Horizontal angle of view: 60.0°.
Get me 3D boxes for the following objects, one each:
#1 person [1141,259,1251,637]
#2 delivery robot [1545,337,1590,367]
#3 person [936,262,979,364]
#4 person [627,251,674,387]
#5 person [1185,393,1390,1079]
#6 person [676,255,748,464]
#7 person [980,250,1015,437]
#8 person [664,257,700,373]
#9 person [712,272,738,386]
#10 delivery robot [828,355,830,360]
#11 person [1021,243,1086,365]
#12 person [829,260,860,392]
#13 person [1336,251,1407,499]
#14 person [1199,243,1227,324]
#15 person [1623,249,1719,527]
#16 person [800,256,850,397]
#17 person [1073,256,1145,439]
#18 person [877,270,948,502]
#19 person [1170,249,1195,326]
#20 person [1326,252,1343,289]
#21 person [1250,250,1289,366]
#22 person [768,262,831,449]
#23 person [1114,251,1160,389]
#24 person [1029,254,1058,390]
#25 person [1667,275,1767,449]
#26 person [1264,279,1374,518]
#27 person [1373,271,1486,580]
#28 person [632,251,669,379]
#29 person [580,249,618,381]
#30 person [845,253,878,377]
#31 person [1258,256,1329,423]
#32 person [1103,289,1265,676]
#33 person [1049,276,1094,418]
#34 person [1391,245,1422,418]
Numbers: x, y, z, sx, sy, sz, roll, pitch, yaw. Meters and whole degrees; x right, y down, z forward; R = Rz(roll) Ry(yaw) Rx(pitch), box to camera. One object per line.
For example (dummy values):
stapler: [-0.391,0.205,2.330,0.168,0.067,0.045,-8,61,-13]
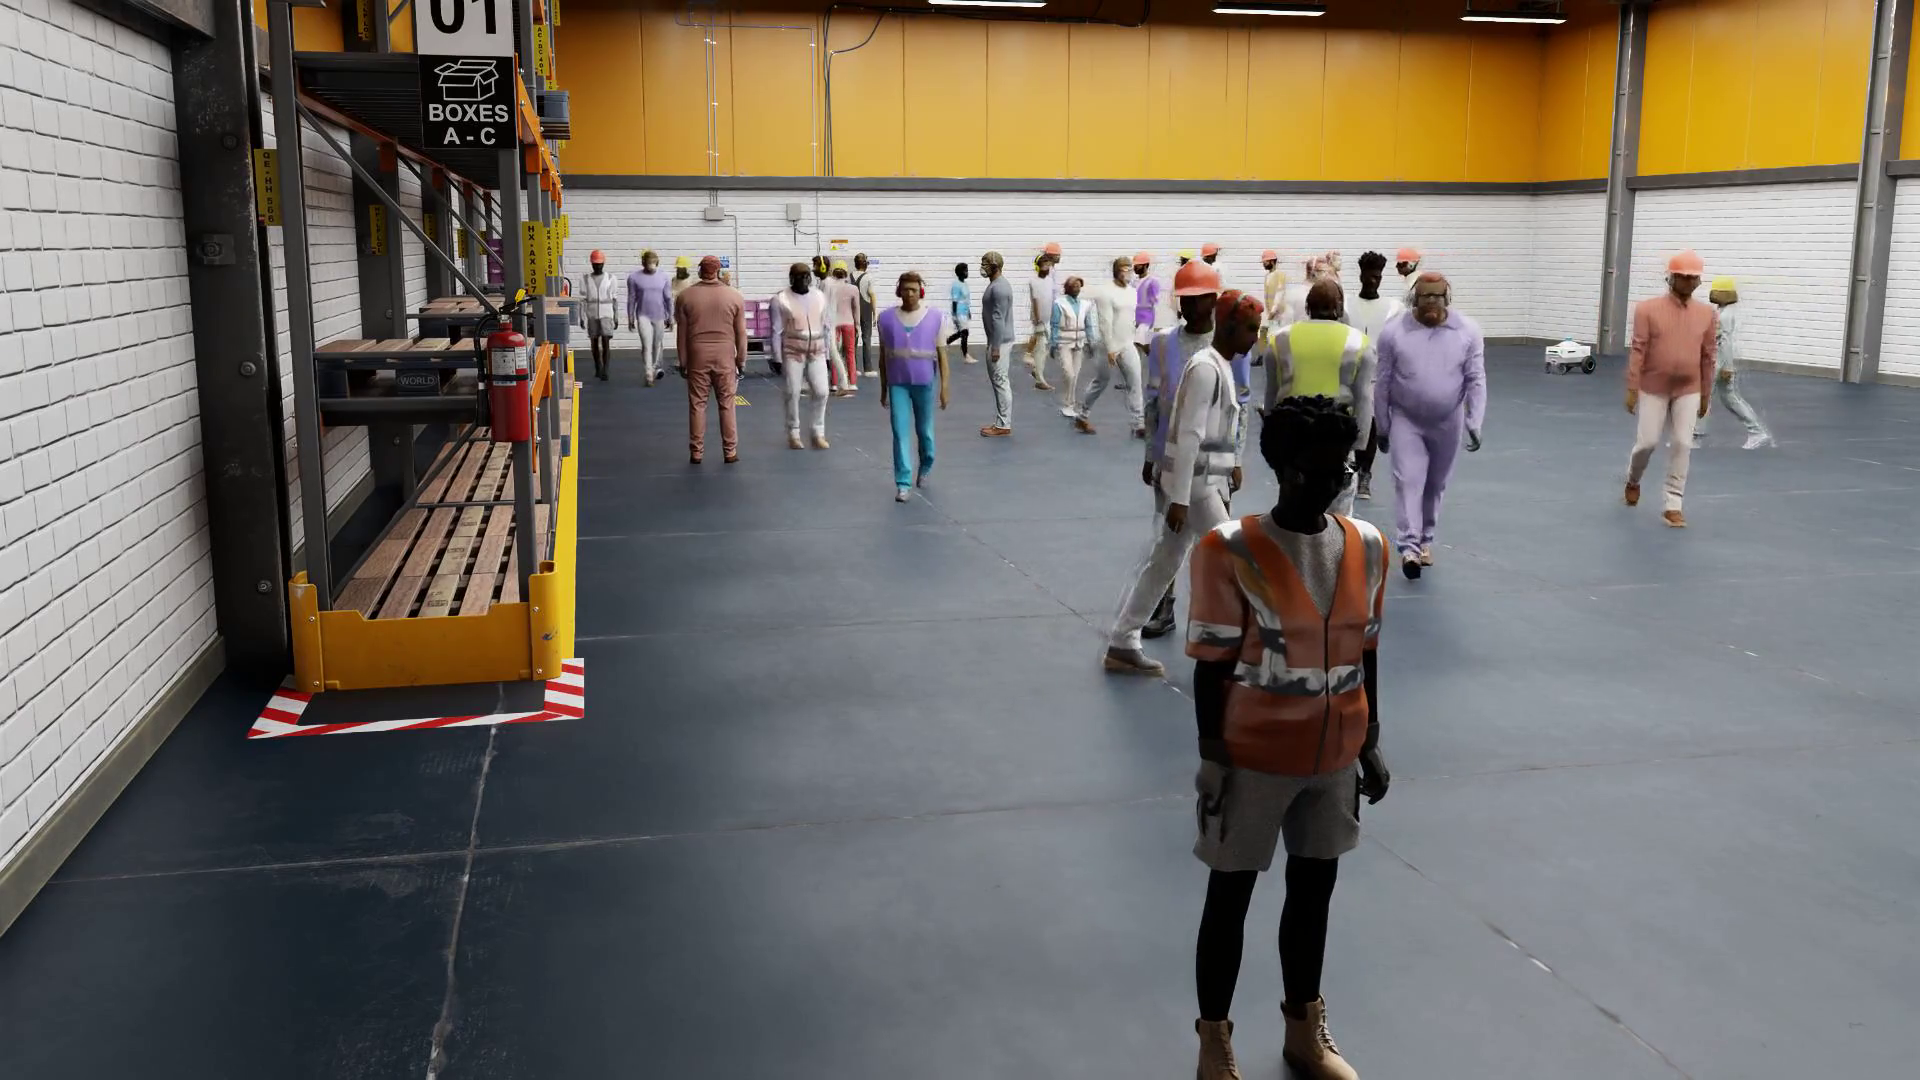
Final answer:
person: [1.185,-0.445,8.454,0.542,1.939,0.364,4,11,23]
delivery robot: [9.282,-2.857,25.395,0.707,0.478,0.477,-6,12,-31]
person: [-0.058,-3.751,27.507,0.709,1.673,0.543,3,11,15]
person: [-4.367,-3.111,23.419,0.633,1.915,0.961,-4,11,-20]
person: [0.769,0.500,3.899,0.531,1.693,0.320,-4,11,-21]
person: [-2.261,-1.643,15.206,0.642,1.900,0.403,-1,10,-7]
person: [0.387,-2.031,17.286,0.367,1.932,0.623,-1,10,-5]
person: [-4.250,-3.480,25.726,0.583,1.784,0.942,6,12,31]
person: [-3.311,-2.920,23.100,0.531,1.603,0.731,-7,12,-33]
delivery robot: [-2.313,-2.944,25.878,0.707,0.478,0.477,-5,11,-27]
person: [1.494,-3.826,27.066,1.068,1.983,0.633,1,10,8]
person: [-1.612,-2.885,22.455,0.533,1.767,0.327,-2,10,-9]
person: [3.180,-1.290,13.088,0.646,1.950,0.419,2,10,10]
person: [4.241,-3.968,27.853,1.005,1.976,0.627,4,11,19]
person: [5.107,-1.105,12.002,0.632,1.976,0.695,1,10,6]
person: [-1.829,-2.745,21.512,0.858,1.827,0.508,-3,11,-15]
person: [1.585,-1.989,17.182,0.617,1.889,1.051,-8,13,-38]
person: [-0.369,-1.246,13.280,0.573,1.809,0.909,1,10,6]
person: [3.599,-3.869,27.558,0.610,1.894,0.635,1,10,6]
person: [5.524,-3.307,24.549,0.764,1.885,0.661,5,11,25]
person: [5.126,-3.761,27.011,1.009,1.880,0.542,-5,12,-27]
person: [-1.506,-1.768,16.109,0.650,1.819,0.638,-5,11,-26]
person: [2.561,-3.026,22.892,0.974,1.900,0.560,-5,12,-27]
person: [1.136,-2.955,22.624,0.393,1.846,0.516,7,13,36]
person: [7.451,-1.727,16.192,0.857,1.704,0.485,4,11,23]
person: [2.091,-0.602,9.696,0.629,1.810,0.865,3,11,18]
person: [2.845,-0.695,10.096,0.637,1.842,1.032,1,10,8]
person: [-4.571,-3.316,24.558,0.609,1.869,1.002,-3,11,-14]
person: [-5.301,-3.312,24.448,0.552,1.905,0.926,-1,10,-5]
person: [-1.471,-3.341,24.759,0.517,1.844,0.329,5,11,26]
person: [3.533,-1.978,17.133,0.852,1.877,0.638,3,11,18]
person: [1.134,-0.234,7.637,1.022,1.813,0.648,2,10,11]
person: [1.302,-2.200,19.025,0.545,1.620,0.457,-6,12,-32]
person: [5.107,-2.322,18.763,0.530,1.978,0.608,3,11,15]
